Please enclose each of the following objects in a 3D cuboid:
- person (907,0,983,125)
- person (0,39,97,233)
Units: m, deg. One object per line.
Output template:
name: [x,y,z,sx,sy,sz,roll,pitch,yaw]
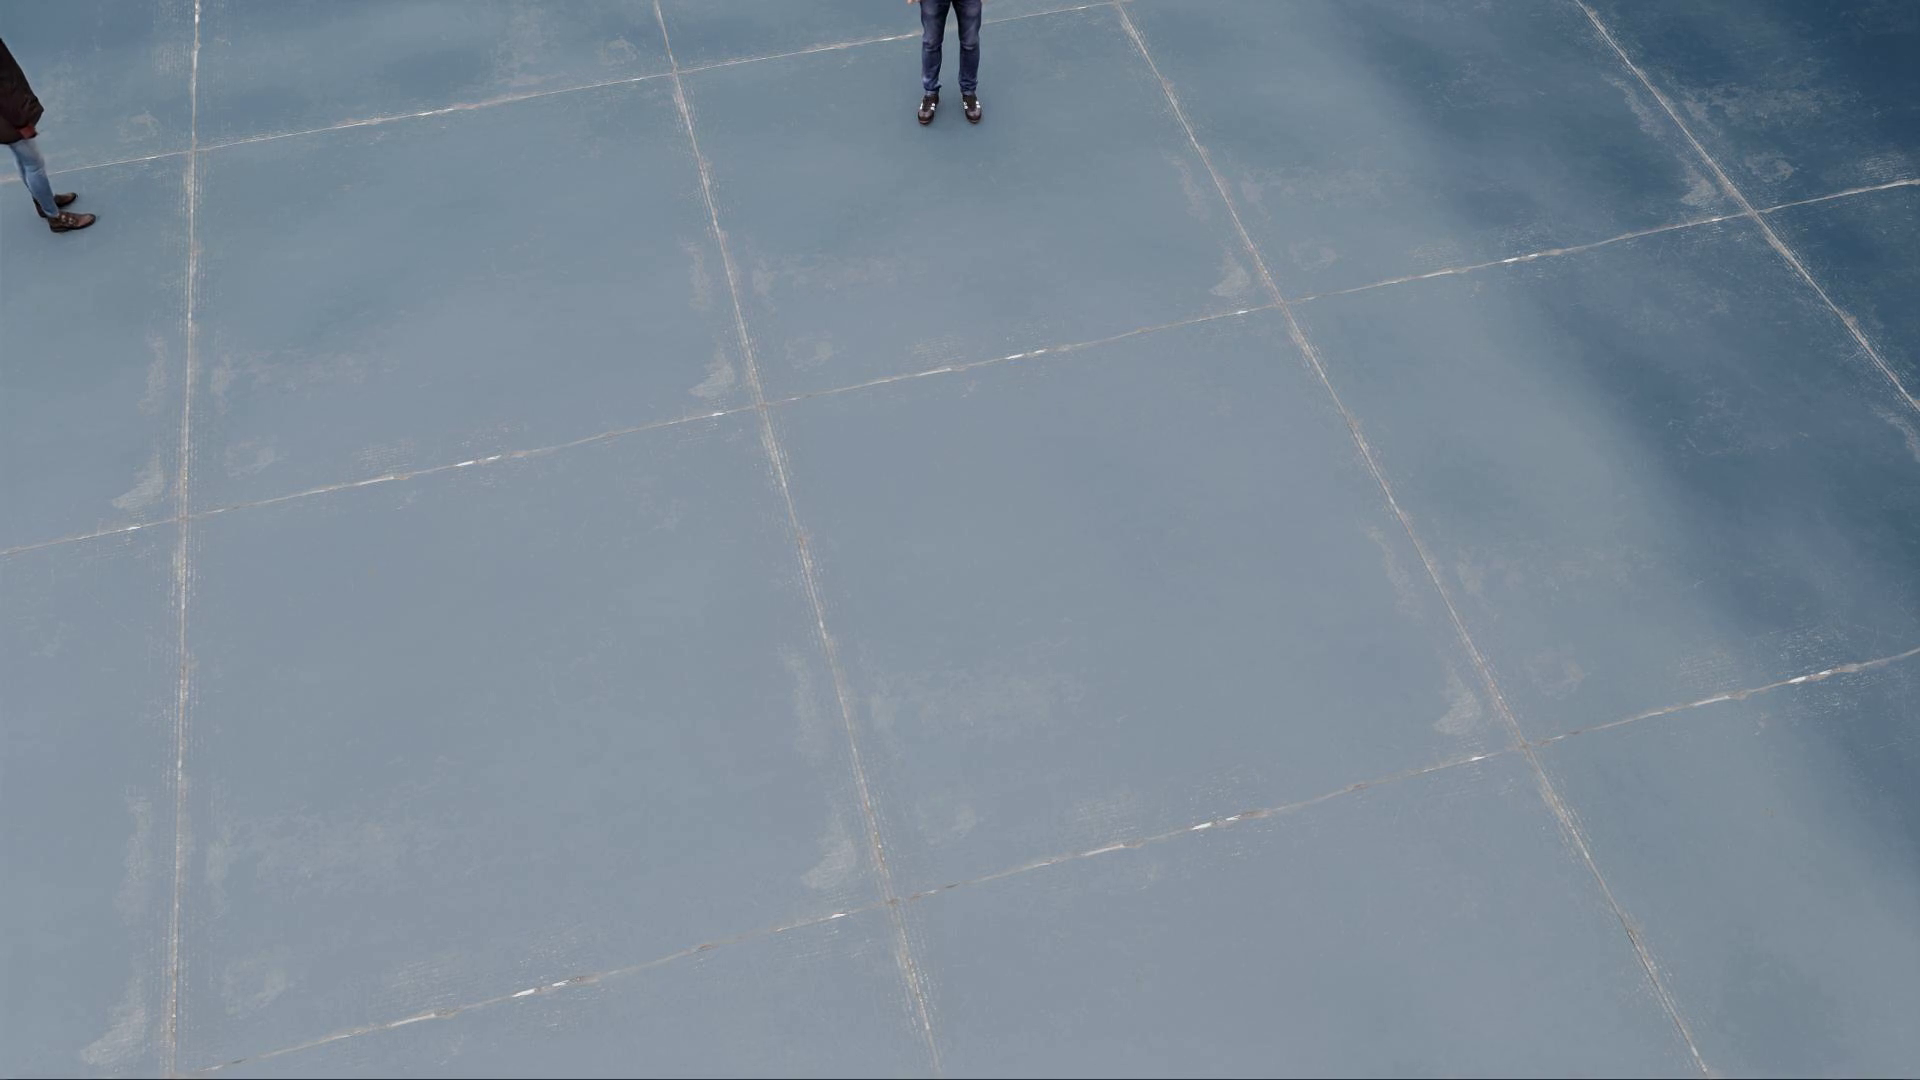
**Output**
person: [-0.057,-3.310,9.783,0.688,1.863,0.619,-1,52,-1]
person: [-5.340,-2.423,9.243,0.775,1.632,0.668,-35,60,-24]
